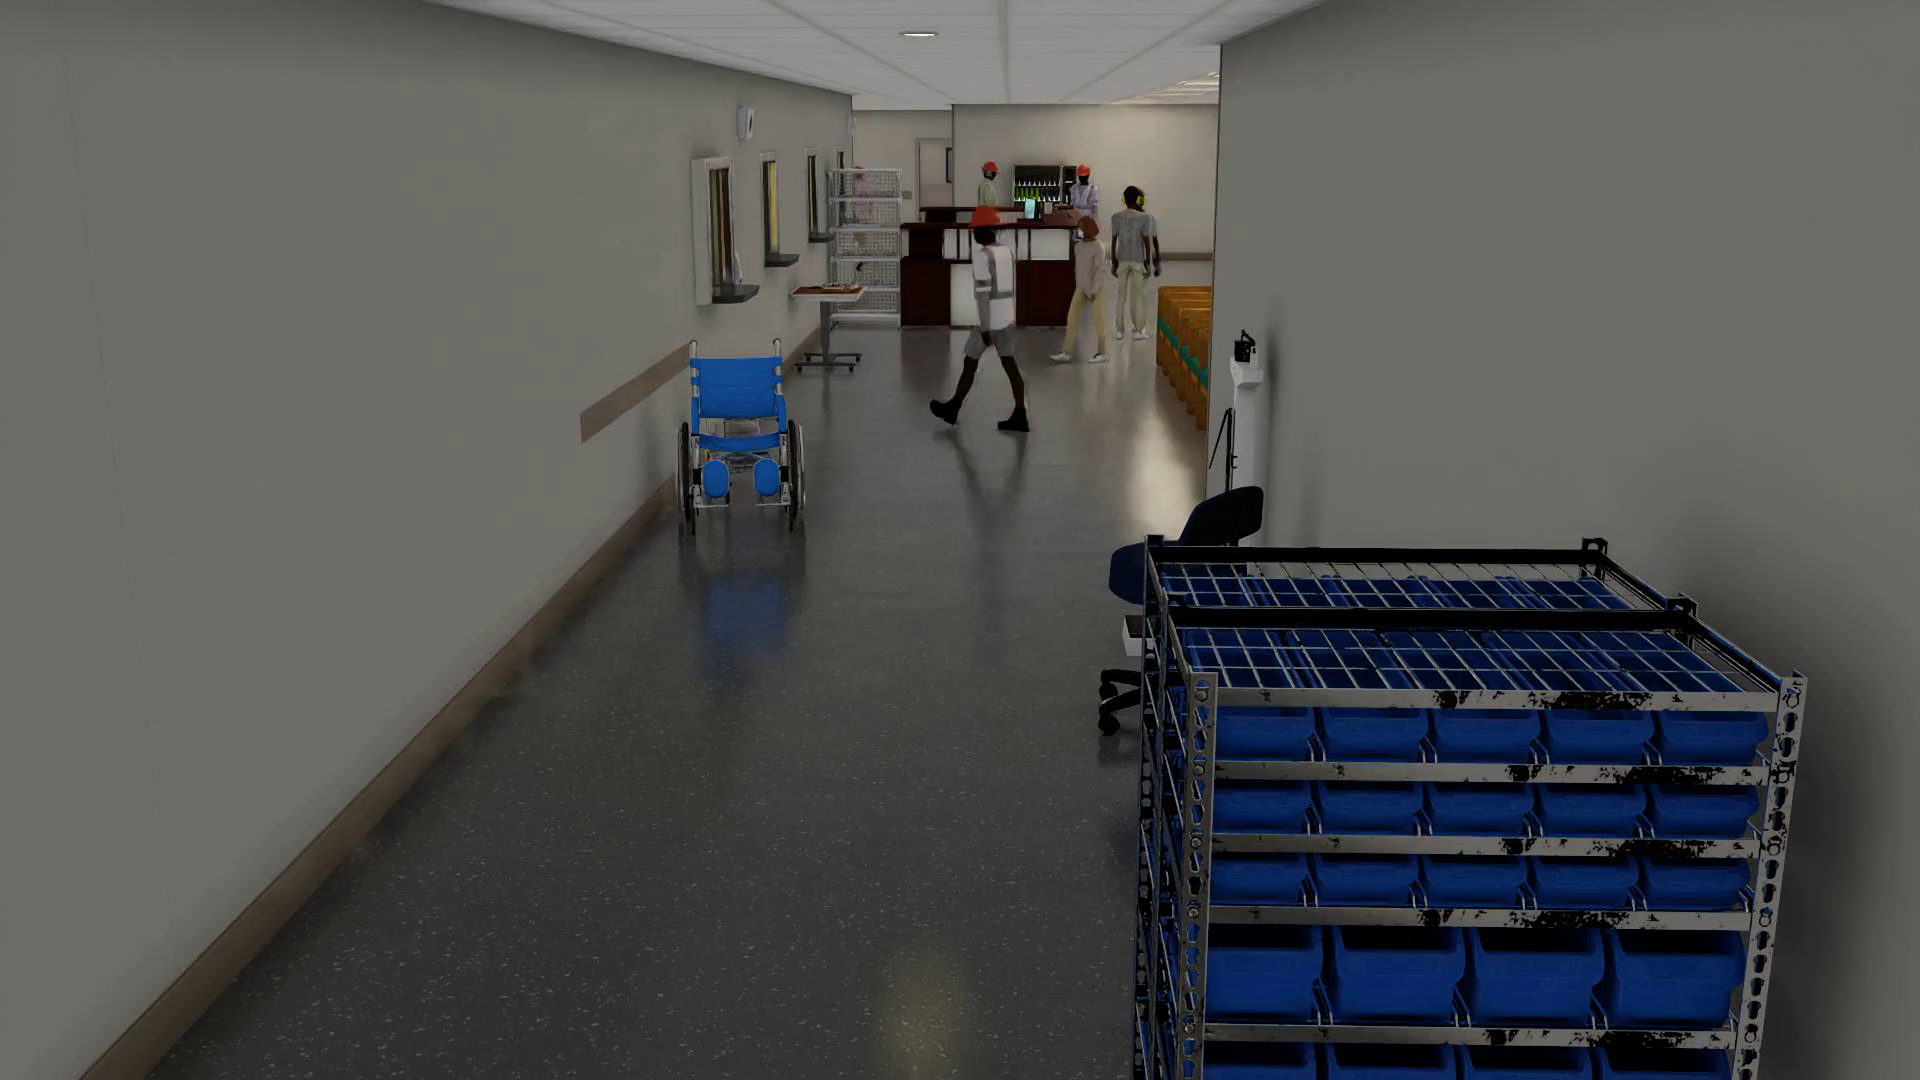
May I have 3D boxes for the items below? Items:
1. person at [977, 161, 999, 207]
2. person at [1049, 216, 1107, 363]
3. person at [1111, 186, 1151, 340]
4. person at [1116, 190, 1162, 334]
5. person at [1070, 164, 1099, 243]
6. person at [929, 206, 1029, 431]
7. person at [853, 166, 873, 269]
[{"bbox_3d":[0.492,-5.608,29.099,0.393,1.986,0.610,-4,14,-14],"label":"person"},{"bbox_3d":[1.326,-2.709,18.131,0.769,1.604,0.502,-11,18,-39],"label":"person"},{"bbox_3d":[2.087,-3.367,20.261,0.507,1.865,0.329,5,15,19],"label":"person"},{"bbox_3d":[2.221,-3.423,20.593,0.542,1.813,0.960,2,14,9],"label":"person"},{"bbox_3d":[2.190,-5.703,29.608,0.545,1.929,0.390,9,16,31],"label":"person"},{"bbox_3d":[0.203,-1.888,14.199,0.983,1.886,0.566,10,17,36],"label":"person"},{"bbox_3d":[-1.834,-5.839,30.265,0.690,1.875,0.534,-11,18,-38],"label":"person"}]
